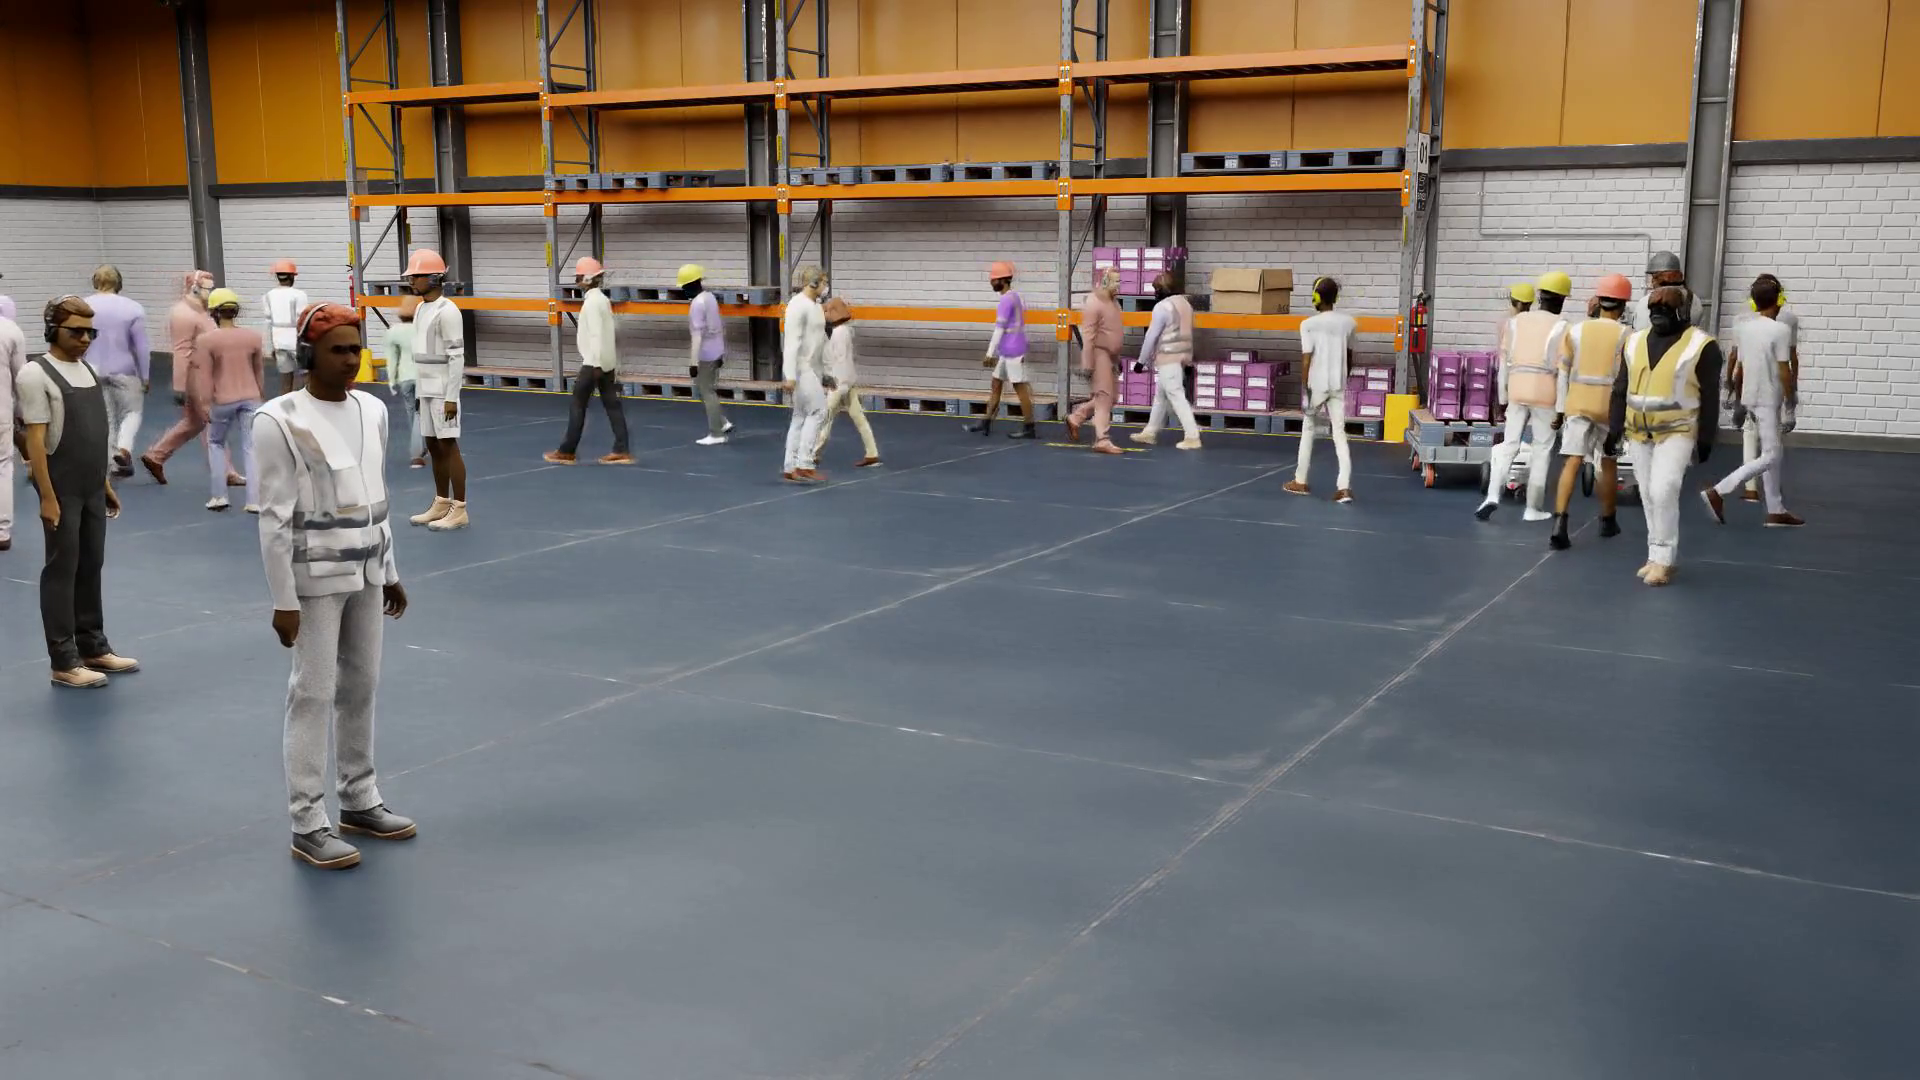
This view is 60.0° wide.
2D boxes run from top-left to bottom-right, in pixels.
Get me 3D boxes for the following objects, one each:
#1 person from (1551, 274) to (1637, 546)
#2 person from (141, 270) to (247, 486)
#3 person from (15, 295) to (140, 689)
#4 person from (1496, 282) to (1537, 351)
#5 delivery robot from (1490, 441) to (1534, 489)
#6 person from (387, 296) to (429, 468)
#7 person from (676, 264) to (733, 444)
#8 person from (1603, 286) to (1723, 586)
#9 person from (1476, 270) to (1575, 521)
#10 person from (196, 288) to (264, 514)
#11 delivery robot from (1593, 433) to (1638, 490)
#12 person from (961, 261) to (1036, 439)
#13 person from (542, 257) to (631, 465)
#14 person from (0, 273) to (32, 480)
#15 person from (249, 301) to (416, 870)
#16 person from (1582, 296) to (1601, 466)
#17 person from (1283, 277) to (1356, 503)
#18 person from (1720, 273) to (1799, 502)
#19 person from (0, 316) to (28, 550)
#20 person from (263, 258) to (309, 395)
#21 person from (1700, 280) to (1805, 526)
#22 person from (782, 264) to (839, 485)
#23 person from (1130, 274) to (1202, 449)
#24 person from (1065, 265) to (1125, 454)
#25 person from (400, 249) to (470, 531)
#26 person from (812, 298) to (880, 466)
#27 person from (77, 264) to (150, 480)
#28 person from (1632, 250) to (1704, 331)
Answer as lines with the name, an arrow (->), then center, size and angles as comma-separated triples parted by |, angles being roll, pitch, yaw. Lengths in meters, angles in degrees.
person -> 4.408, -0.900, 11.554 | 0.563, 1.883, 1.023 | 7, 12, 33
person -> -6.612, -1.379, 14.288 | 0.873, 1.871, 0.663 | -2, 10, -12
person -> -4.177, -0.229, 7.862 | 0.343, 1.839, 0.506 | 1, 10, 5
person -> 5.300, -1.656, 16.259 | 0.536, 1.721, 0.680 | -9, 13, -40
delivery robot -> 4.508, -0.639, 13.554 | 0.477, 0.478, 0.707 | 3, 11, 17
person -> -5.125, -1.509, 15.807 | 0.507, 1.596, 0.836 | 1, 10, 4
person -> -2.674, -1.916, 17.281 | 0.475, 1.880, 0.676 | 1, 10, 5
person -> 4.265, -0.638, 10.234 | 0.661, 1.820, 0.623 | -7, 12, -35
person -> 4.253, -1.058, 12.425 | 0.704, 1.894, 0.613 | -10, 14, -43
person -> -5.683, -1.077, 12.962 | 0.529, 1.742, 0.672 | -9, 13, -41
delivery robot -> 5.343, -0.629, 13.494 | 0.477, 0.478, 0.707 | 3, 11, 17
person -> 0.400, -2.017, 17.819 | 0.914, 1.894, 0.540 | 1, 10, 5
person -> -3.567, -1.682, 15.744 | 0.939, 1.951, 0.641 | 0, 10, 3
person -> -8.319, -1.454, 14.350 | 0.621, 1.991, 1.008 | 0, 10, 2
person -> -2.106, 0.144, 5.619 | 0.337, 1.882, 0.584 | 4, 11, 21
person -> 5.929, -1.471, 15.491 | 0.415, 1.621, 0.537 | 7, 12, 33
person -> 2.990, -1.225, 13.609 | 0.519, 1.820, 0.946 | -1, 10, -7
person -> 6.497, -1.231, 13.511 | 0.542, 1.850, 0.387 | 1, 10, 4
person -> -6.766, -0.882, 11.442 | 0.672, 1.880, 0.755 | -7, 12, -36
person -> -7.642, -2.243, 19.007 | 0.579, 1.926, 0.388 | 2, 10, 12
person -> 5.880, -0.988, 12.199 | 0.781, 1.825, 0.543 | -1, 10, -7
person -> -1.288, -1.433, 14.487 | 0.605, 1.907, 0.652 | 2, 10, 9
person -> 2.154, -1.834, 17.119 | 0.923, 1.788, 0.616 | 6, 12, 31
person -> 1.359, -1.805, 16.663 | 0.652, 1.882, 0.667 | 5, 11, 25
person -> -3.844, -1.088, 12.146 | 0.374, 2.042, 0.615 | -9, 13, -40
person -> -1.156, -1.462, 15.559 | 0.864, 1.583, 0.528 | 1, 10, 4
person -> -7.443, -1.455, 14.595 | 0.631, 1.920, 0.573 | -2, 10, -9
person -> 6.024, -1.482, 14.386 | 0.688, 2.000, 0.536 | -5, 11, -25
